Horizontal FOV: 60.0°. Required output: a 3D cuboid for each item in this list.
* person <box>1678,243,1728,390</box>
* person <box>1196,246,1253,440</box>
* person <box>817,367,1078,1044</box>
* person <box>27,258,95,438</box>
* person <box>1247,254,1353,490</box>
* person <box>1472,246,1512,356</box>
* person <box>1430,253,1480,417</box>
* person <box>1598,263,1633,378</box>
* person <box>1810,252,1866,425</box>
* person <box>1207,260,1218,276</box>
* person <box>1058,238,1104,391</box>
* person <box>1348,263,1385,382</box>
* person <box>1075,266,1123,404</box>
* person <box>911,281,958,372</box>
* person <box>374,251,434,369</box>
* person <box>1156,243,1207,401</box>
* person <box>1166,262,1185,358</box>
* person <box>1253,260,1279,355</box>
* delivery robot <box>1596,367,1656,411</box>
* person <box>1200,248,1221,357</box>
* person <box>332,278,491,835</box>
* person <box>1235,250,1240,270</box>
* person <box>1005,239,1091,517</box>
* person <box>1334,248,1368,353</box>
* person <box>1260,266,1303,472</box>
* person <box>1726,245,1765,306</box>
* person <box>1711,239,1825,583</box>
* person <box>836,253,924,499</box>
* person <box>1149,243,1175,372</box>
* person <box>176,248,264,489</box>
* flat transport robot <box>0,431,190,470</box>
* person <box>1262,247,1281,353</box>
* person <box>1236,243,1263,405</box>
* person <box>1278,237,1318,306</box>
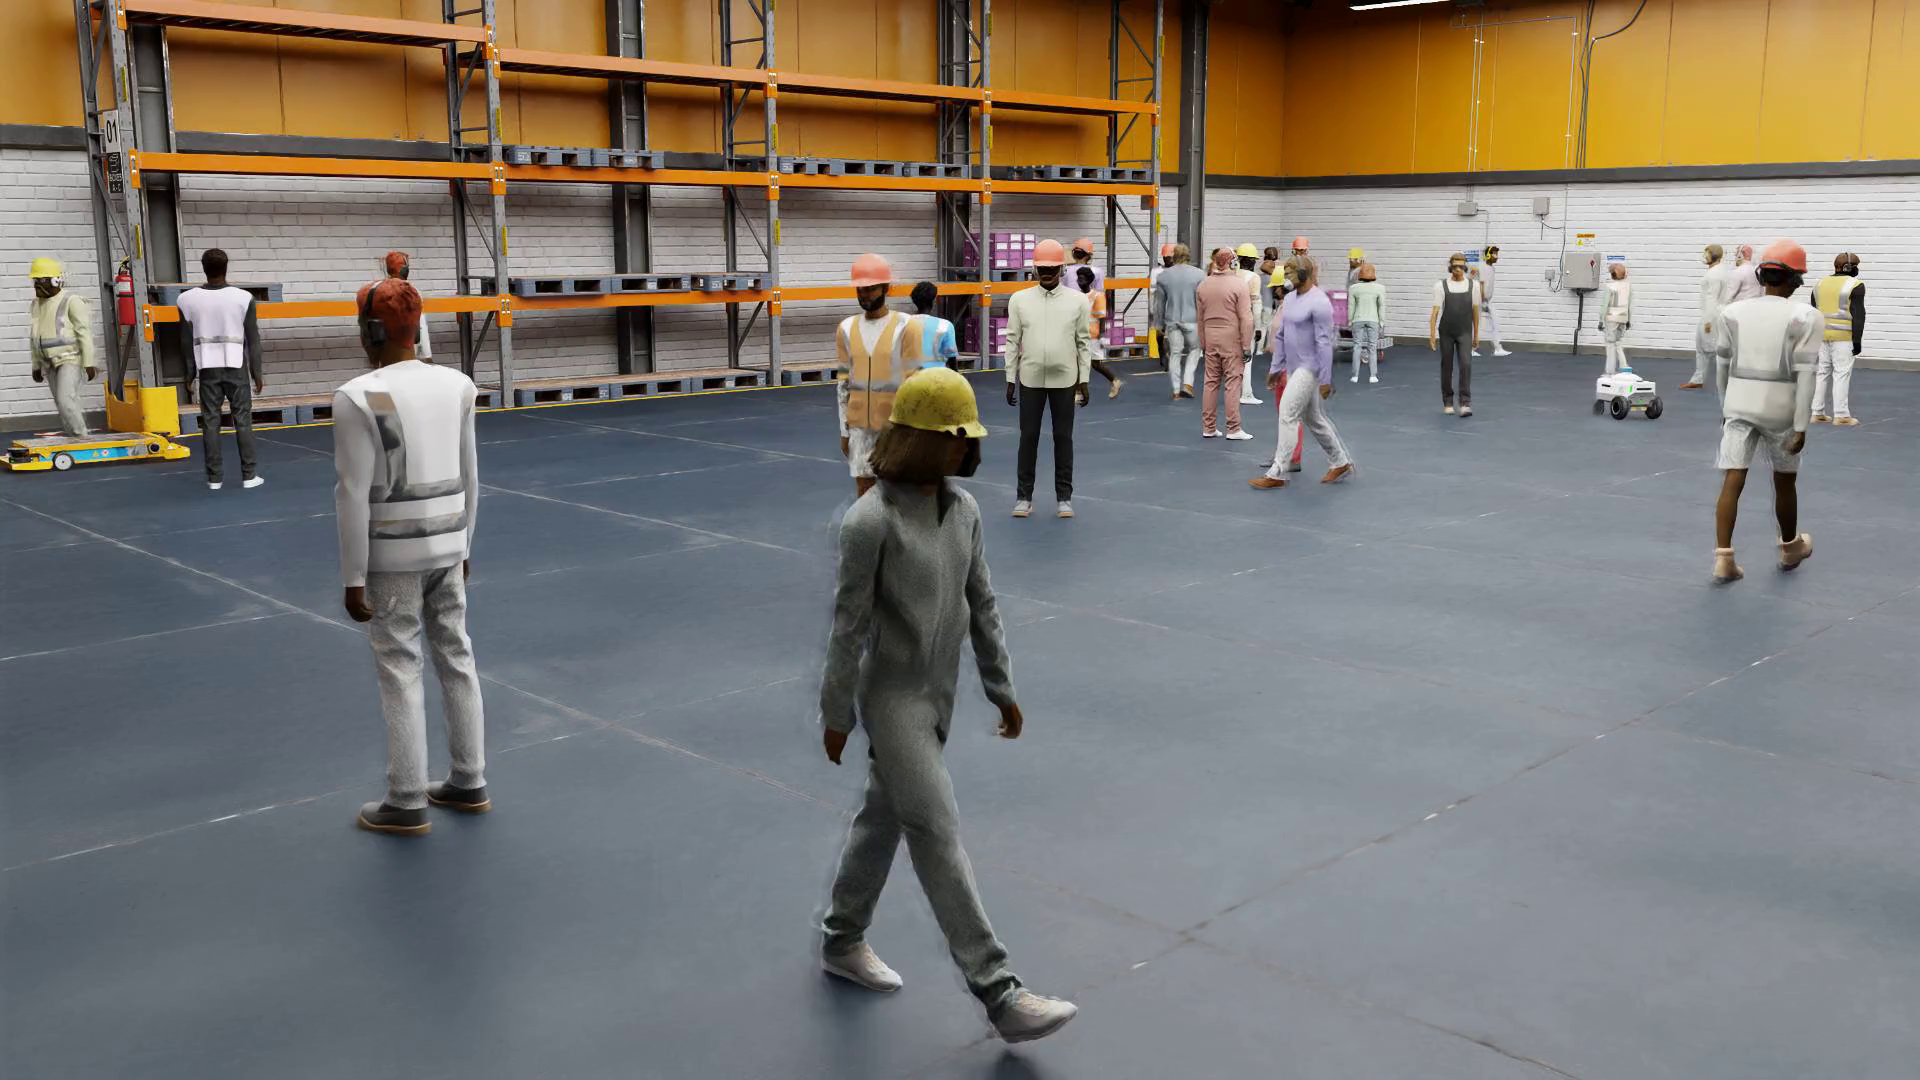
[{"bbox_3d":[9.878,-2.887,21.626,0.797,1.922,0.626,6,12,28],"label":"person"},{"bbox_3d":[2.648,-1.945,16.507,0.410,1.913,0.642,-10,14,-43],"label":"person"},{"bbox_3d":[-0.047,0.413,4.226,0.916,1.685,0.500,7,13,34],"label":"person"},{"bbox_3d":[-7.984,-1.585,14.776,0.641,1.823,0.458,4,11,21],"label":"person"},{"bbox_3d":[2.799,-1.351,13.374,0.990,1.889,0.626,-2,11,-13],"label":"person"},{"bbox_3d":[8.833,-3.959,27.724,0.541,1.830,0.872,-9,13,-39],"label":"person"},{"bbox_3d":[5.523,-2.267,18.520,0.550,1.812,0.857,2,11,9],"label":"person"},{"bbox_3d":[9.203,-3.071,23.400,0.537,1.623,0.364,-5,12,-26],"label":"person"},{"bbox_3d":[9.408,-2.149,17.819,0.430,1.841,0.624,-4,11,-20],"label":"person"},{"bbox_3d":[4.021,-3.608,26.348,0.498,1.622,0.417,1,10,5],"label":"person"},{"bbox_3d":[1.518,-2.848,21.231,0.607,1.992,1.046,4,11,20],"label":"person"},{"bbox_3d":[5.595,-2.987,22.934,0.500,1.636,0.280,3,11,16],"label":"person"},{"bbox_3d":[1.592,-2.452,19.941,0.734,1.665,0.555,-10,14,-43],"label":"person"},{"bbox_3d":[-0.293,-1.282,13.584,0.539,1.658,0.863,2,11,13],"label":"person"},{"bbox_3d":[-5.206,-1.783,15.739,0.606,1.862,0.713,5,12,26],"label":"person"},{"bbox_3d":[2.728,-2.665,20.410,0.641,1.917,0.475,4,11,23],"label":"person"},{"bbox_3d":[3.622,-3.868,27.829,0.548,1.595,0.874,7,12,32],"label":"person"},{"bbox_3d":[5.165,-3.935,28.169,0.514,1.612,0.441,6,12,29],"label":"person"},{"bbox_3d":[7.406,-1.679,18.501,0.477,0.478,0.707,-2,11,-10],"label":"delivery robot"},{"bbox_3d":[4.285,-3.957,27.714,0.816,1.823,0.559,-6,12,-29],"label":"person"},{"bbox_3d":[-1.859,0.064,5.641,0.355,1.881,0.583,6,12,31],"label":"person"},{"bbox_3d":[4.483,-3.952,27.693,0.634,1.826,0.556,3,11,17],"label":"person"},{"bbox_3d":[0.628,-1.146,11.926,0.623,1.989,0.400,1,10,5],"label":"person"},{"bbox_3d":[6.720,-4.073,28.379,0.683,1.802,0.611,-3,11,-18],"label":"person"},{"bbox_3d":[2.780,-1.458,14.260,0.337,1.761,0.526,-1,10,-5],"label":"person"},{"bbox_3d":[10.659,-3.089,22.807,0.667,1.882,0.654,-9,14,-40],"label":"person"},{"bbox_3d":[4.786,-0.761,9.835,0.617,1.988,1.018,10,15,44],"label":"person"},{"bbox_3d":[-0.441,-0.684,9.599,0.567,1.925,0.600,4,11,22],"label":"person"},{"bbox_3d":[3.117,-3.490,24.937,0.550,1.918,0.748,2,11,9],"label":"person"},{"bbox_3d":[-5.892,-1.360,13.295,0.589,1.919,0.384,-3,11,-15],"label":"person"},{"bbox_3d":[-7.687,-0.802,14.744,1.431,0.197,0.652,-9,14,-40],"label":"flat transport robot"},{"bbox_3d":[5.332,-4.109,28.527,0.447,1.827,0.653,2,11,10],"label":"person"},{"bbox_3d":[3.396,-2.588,19.983,0.383,1.922,0.587,-8,13,-36],"label":"person"},{"bbox_3d":[4.979,-3.456,24.516,0.609,1.995,0.376,-2,11,-11],"label":"person"}]
